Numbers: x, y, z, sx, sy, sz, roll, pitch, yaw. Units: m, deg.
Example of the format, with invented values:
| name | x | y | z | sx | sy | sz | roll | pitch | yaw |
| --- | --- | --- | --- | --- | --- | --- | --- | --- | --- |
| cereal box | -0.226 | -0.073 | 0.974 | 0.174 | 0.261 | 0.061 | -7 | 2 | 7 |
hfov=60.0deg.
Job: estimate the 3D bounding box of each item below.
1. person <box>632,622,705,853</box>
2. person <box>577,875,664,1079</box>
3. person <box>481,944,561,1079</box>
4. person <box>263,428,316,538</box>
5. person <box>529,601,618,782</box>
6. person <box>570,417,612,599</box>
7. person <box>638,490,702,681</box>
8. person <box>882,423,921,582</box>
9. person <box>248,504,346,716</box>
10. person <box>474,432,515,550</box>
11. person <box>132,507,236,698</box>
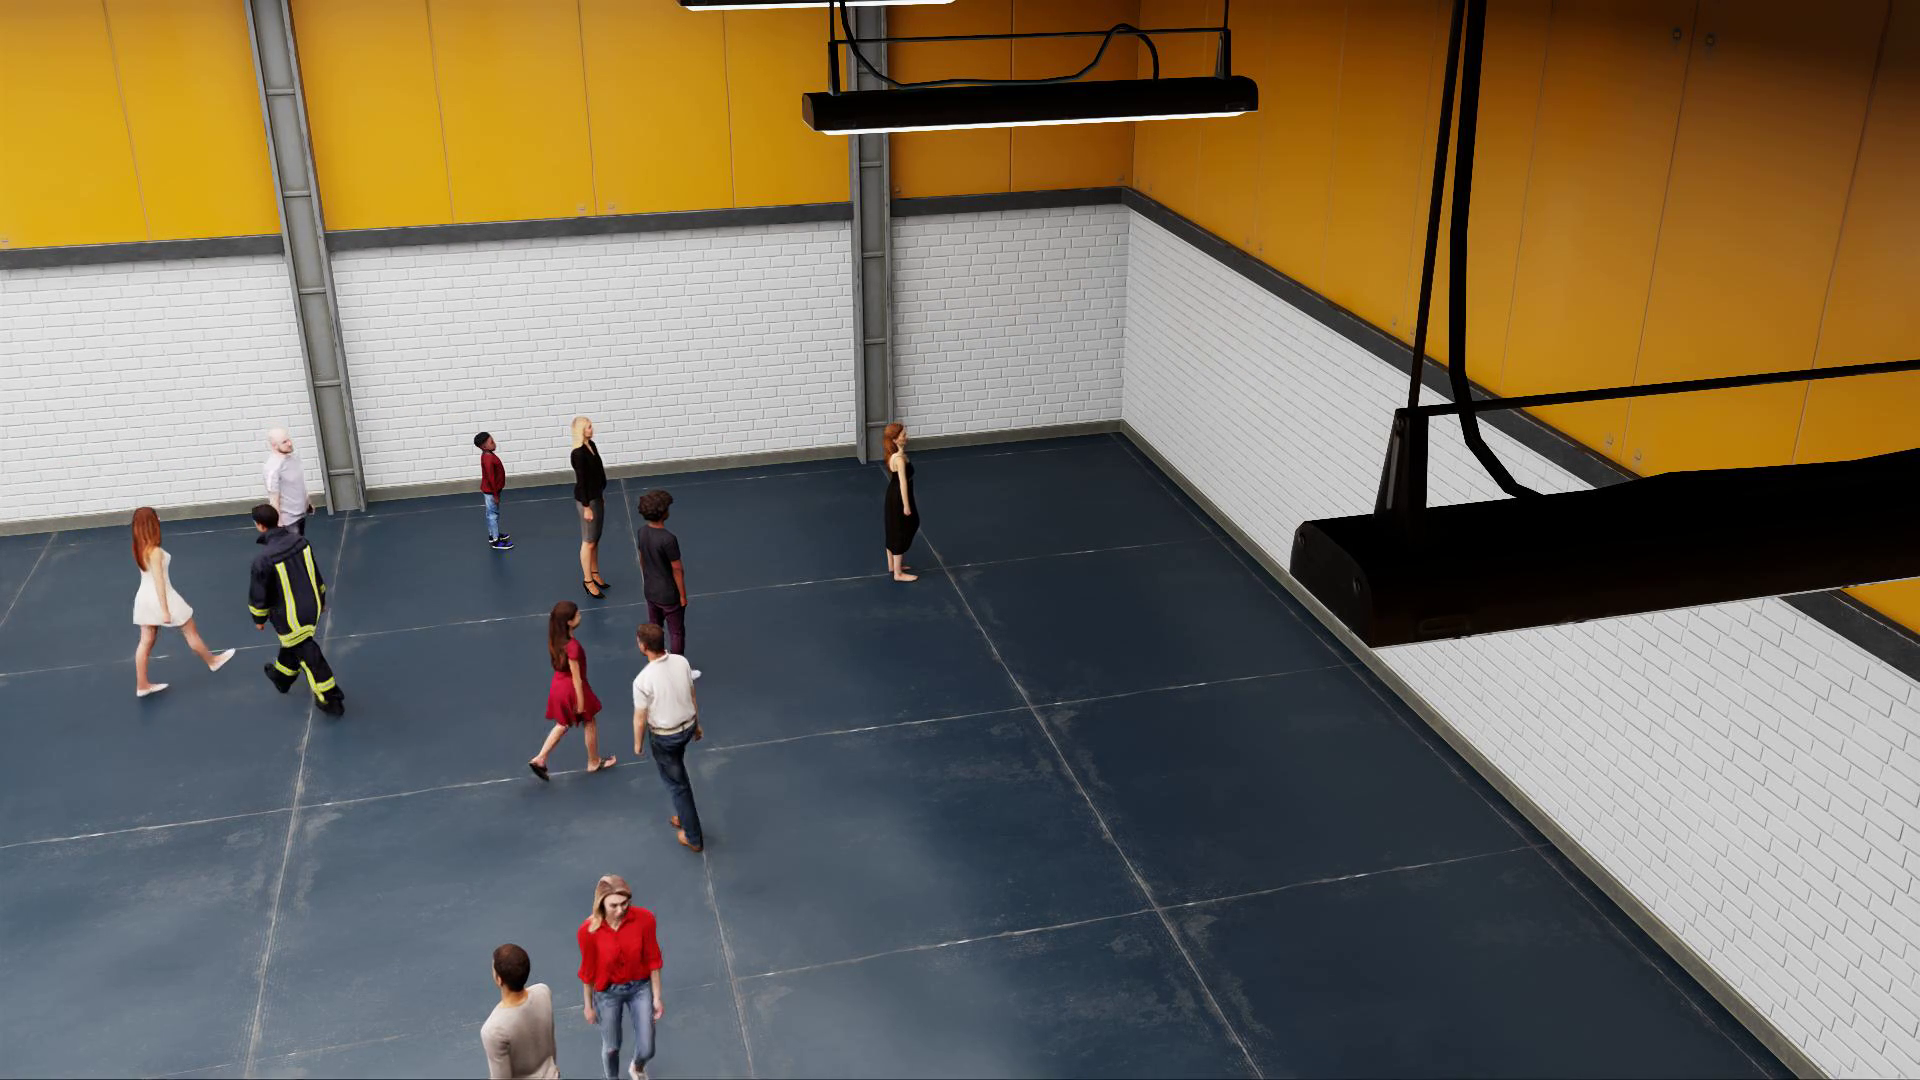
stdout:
| name | x | y | z | sx | sy | sz | roll | pitch | yaw |
| --- | --- | --- | --- | --- | --- | --- | --- | --- | --- |
| person | -2.028 | 1.471 | 12.023 | 0.905 | 1.828 | 0.828 | 20 | 31 | 39 |
| person | -1.950 | 2.591 | 9.637 | 0.541 | 1.688 | 0.700 | -7 | 25 | -16 |
| person | -2.250 | 2.904 | 8.697 | 0.784 | 1.867 | 0.736 | 11 | 26 | 24 |
| person | -6.439 | -0.236 | 15.938 | 0.802 | 1.821 | 0.839 | -2 | 24 | -5 |
| person | -3.110 | 1.198 | 13.017 | 1.010 | 1.533 | 0.831 | -21 | 31 | -39 |
| person | -3.590 | -0.328 | 16.121 | 0.651 | 1.842 | 0.679 | 2 | 24 | 4 |
| person | -2.591 | 0.399 | 14.530 | 0.719 | 1.784 | 0.768 | 15 | 28 | 31 |
| person | -0.617 | -0.394 | 16.545 | 0.549 | 1.624 | 0.559 | -6 | 24 | -13 |
| person | -5.495 | 0.630 | 13.903 | 1.333 | 1.864 | 1.230 | 11 | 26 | 24 |
| person | -4.886 | -0.535 | 17.328 | 0.516 | 1.256 | 0.525 | -9 | 25 | -20 |
| person | -6.982 | 0.566 | 14.303 | 1.004 | 1.660 | 1.160 | 19 | 30 | 37 |
